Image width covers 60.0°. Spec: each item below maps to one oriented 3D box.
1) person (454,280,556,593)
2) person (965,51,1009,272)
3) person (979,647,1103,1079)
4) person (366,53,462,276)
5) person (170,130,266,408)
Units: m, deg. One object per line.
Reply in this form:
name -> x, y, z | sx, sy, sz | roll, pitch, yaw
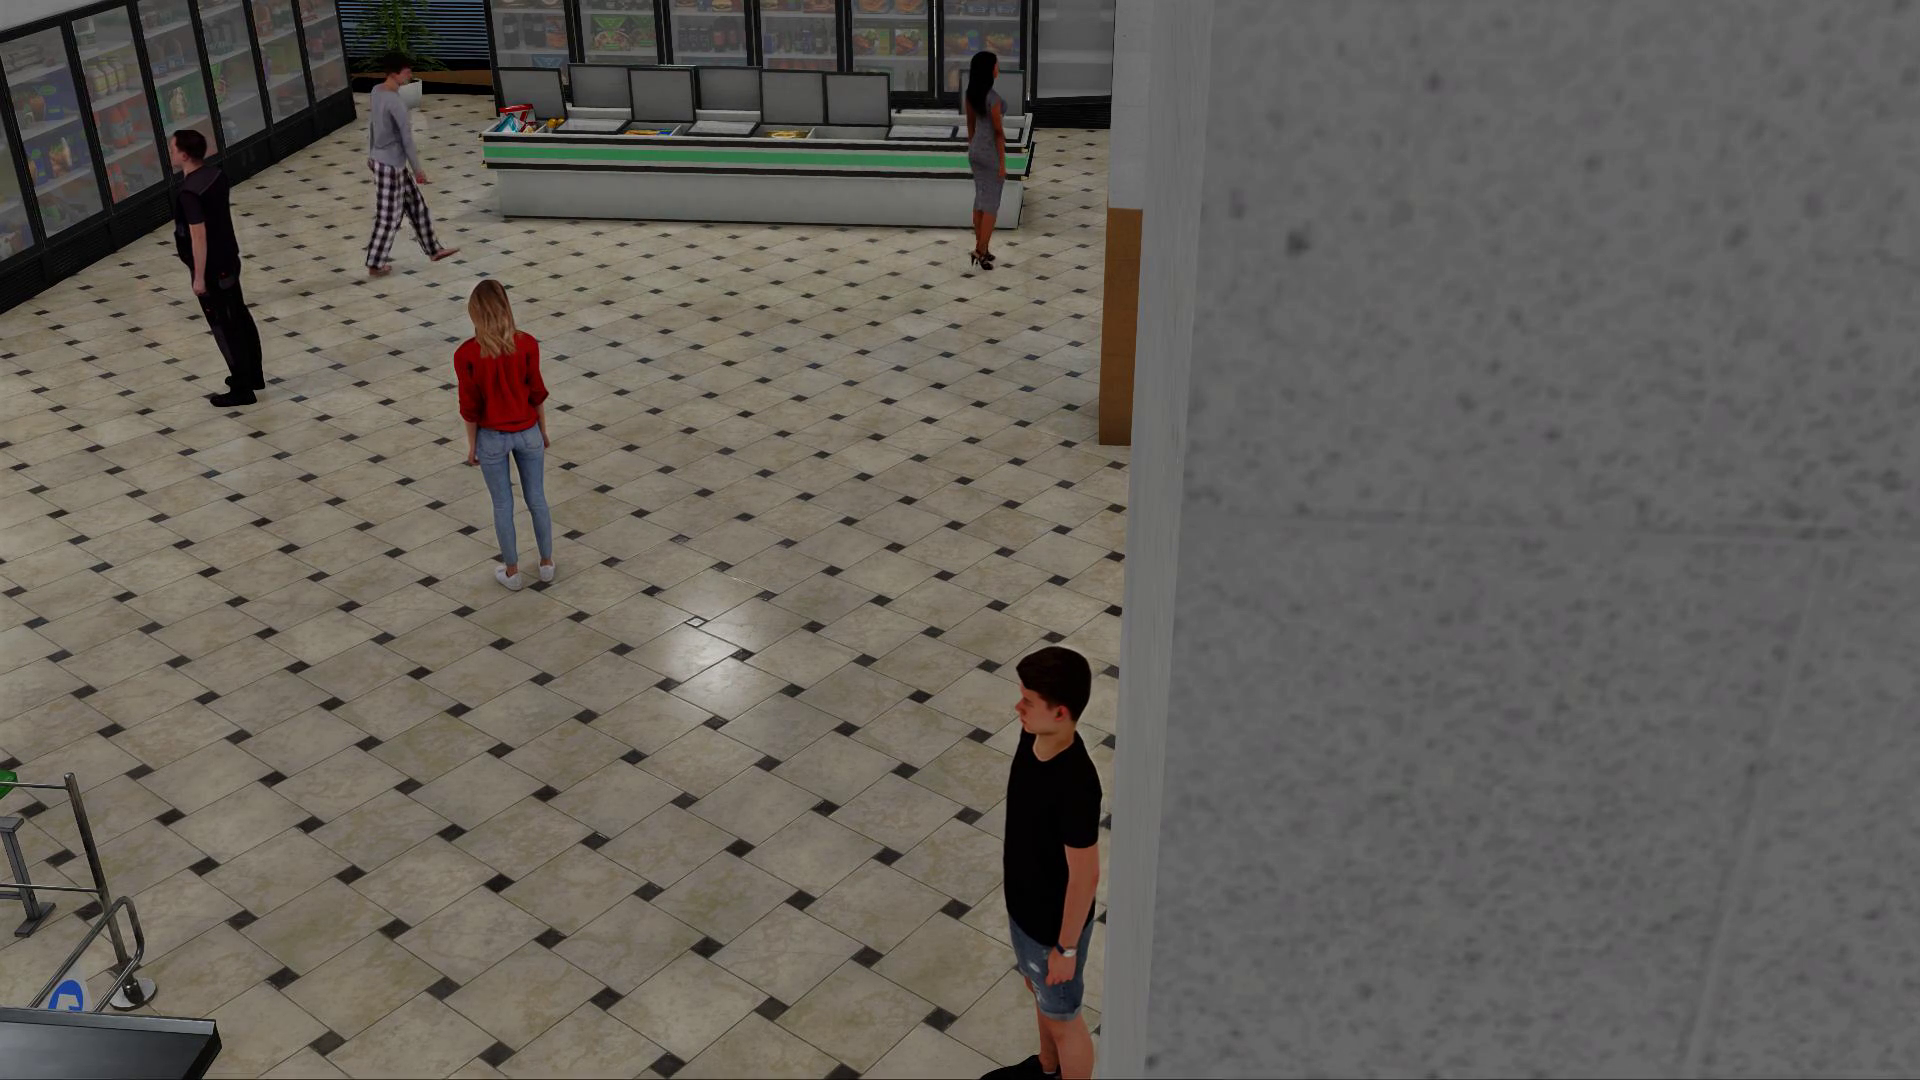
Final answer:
person -> -2.373, -0.540, 8.740 | 0.642, 1.704, 0.747 | -15, 30, -27
person -> 0.193, -3.134, 13.767 | 0.762, 1.785, 0.708 | -18, 32, -31
person -> 0.297, 1.146, 5.260 | 0.688, 1.846, 0.740 | -7, 28, -14
person -> -4.712, -3.033, 13.564 | 1.158, 1.789, 1.047 | -21, 34, -35
person -> -4.975, -1.821, 11.111 | 0.633, 1.845, 0.749 | -2, 27, -4
